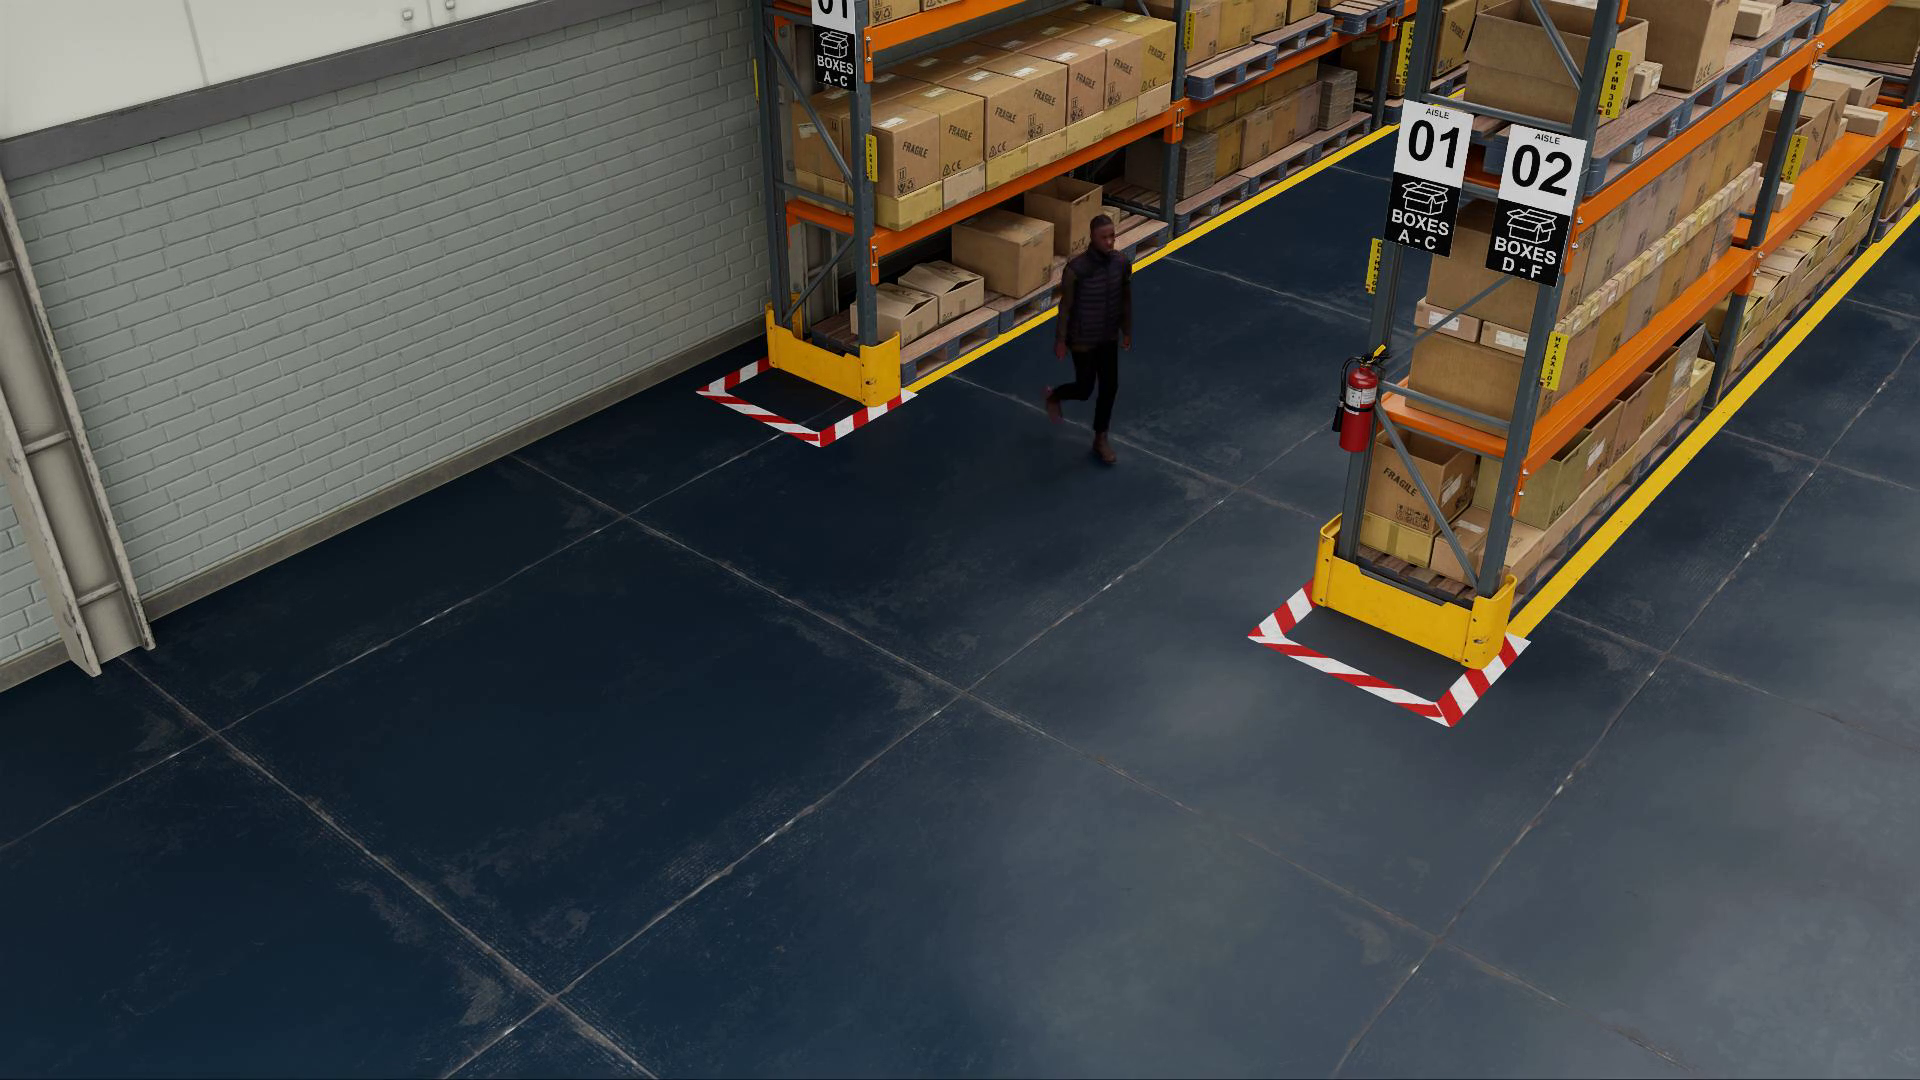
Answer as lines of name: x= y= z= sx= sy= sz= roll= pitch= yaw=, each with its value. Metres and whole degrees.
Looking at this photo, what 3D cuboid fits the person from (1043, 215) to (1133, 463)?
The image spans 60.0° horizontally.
person: x=0.879 y=-1.440 z=11.593 sx=1.021 sy=1.814 sz=1.001 roll=-19 pitch=37 yaw=-26
